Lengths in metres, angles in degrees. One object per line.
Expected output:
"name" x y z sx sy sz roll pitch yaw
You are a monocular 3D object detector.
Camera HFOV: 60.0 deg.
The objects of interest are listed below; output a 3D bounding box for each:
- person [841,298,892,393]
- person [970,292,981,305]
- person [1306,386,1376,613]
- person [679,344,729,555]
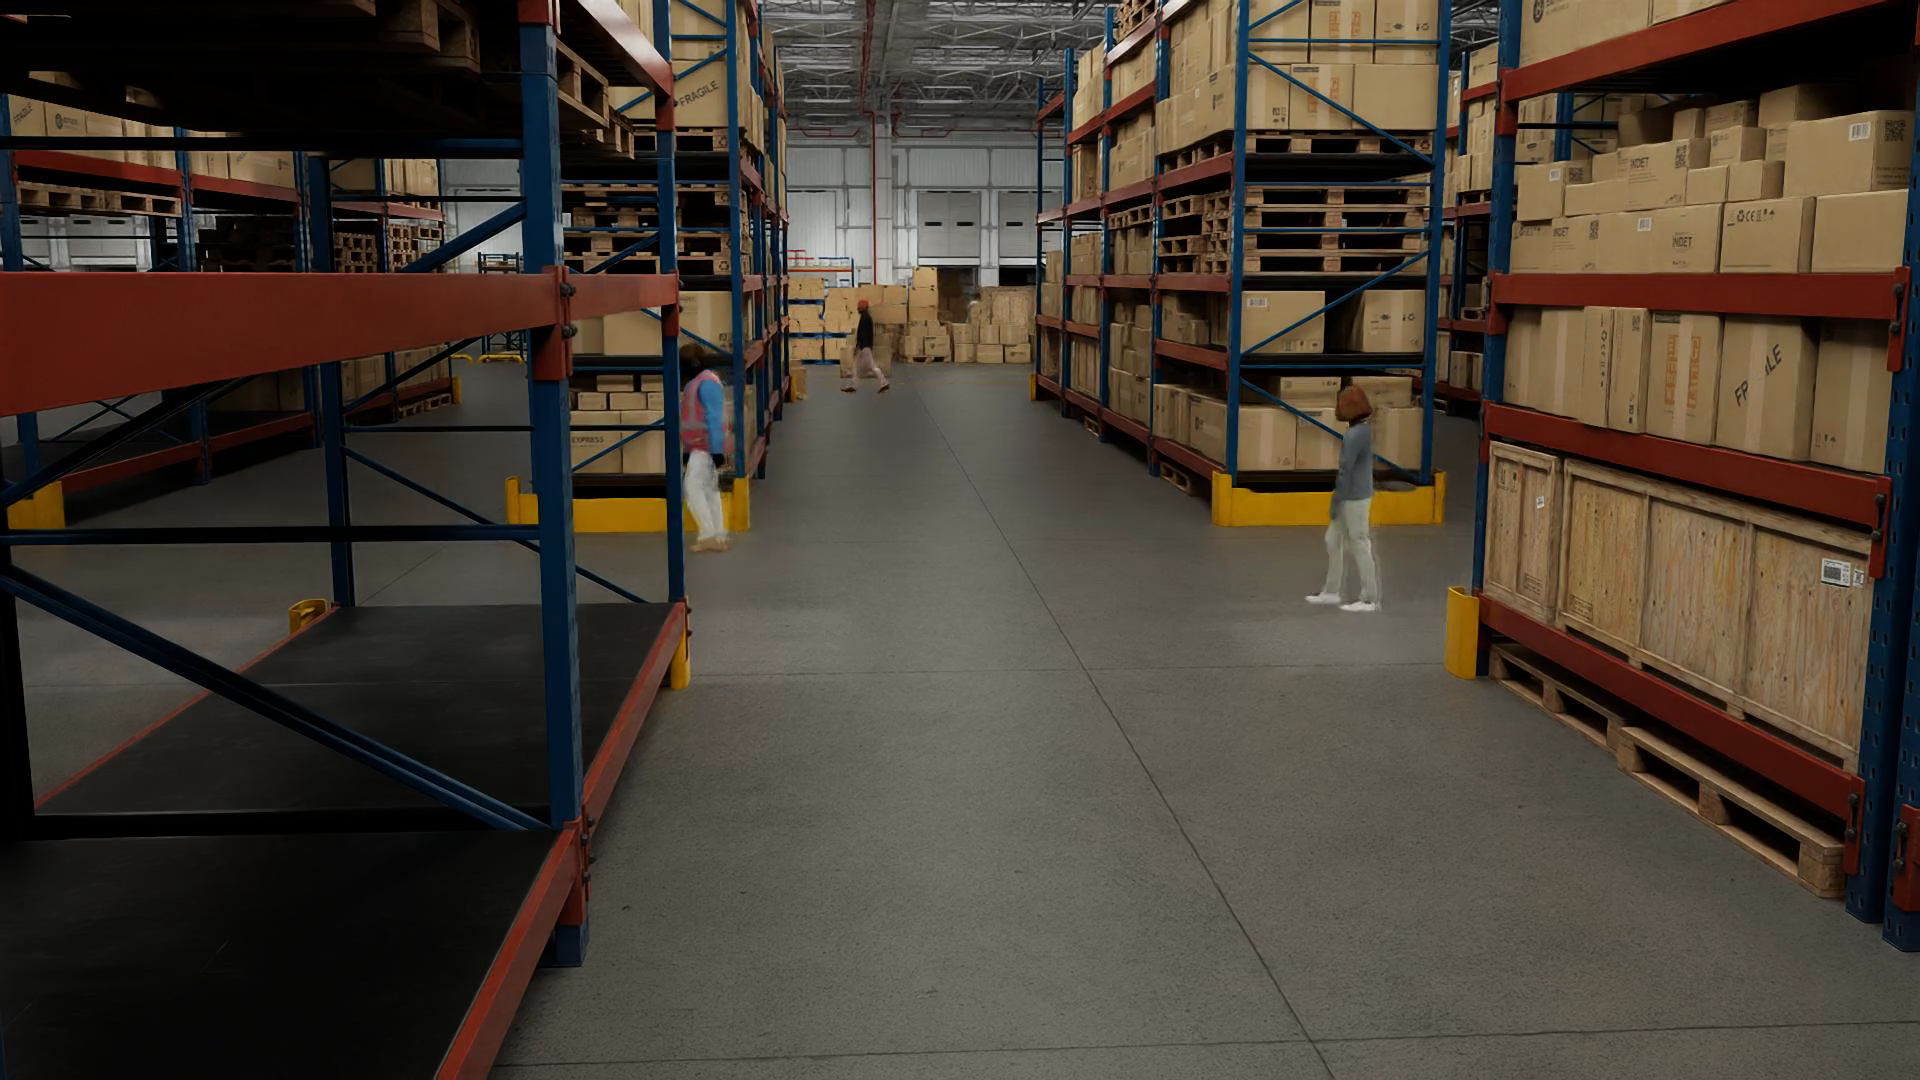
"person" -1.890 -3.941 33.817 1.035 1.955 0.609 0 9 2
"person" 0.484 -6.478 49.913 0.633 1.930 0.663 -4 10 -21
"person" 2.707 -0.288 11.870 0.644 1.607 0.531 4 10 21
"person" -2.260 -0.777 14.331 0.525 1.819 0.662 -3 10 -20
